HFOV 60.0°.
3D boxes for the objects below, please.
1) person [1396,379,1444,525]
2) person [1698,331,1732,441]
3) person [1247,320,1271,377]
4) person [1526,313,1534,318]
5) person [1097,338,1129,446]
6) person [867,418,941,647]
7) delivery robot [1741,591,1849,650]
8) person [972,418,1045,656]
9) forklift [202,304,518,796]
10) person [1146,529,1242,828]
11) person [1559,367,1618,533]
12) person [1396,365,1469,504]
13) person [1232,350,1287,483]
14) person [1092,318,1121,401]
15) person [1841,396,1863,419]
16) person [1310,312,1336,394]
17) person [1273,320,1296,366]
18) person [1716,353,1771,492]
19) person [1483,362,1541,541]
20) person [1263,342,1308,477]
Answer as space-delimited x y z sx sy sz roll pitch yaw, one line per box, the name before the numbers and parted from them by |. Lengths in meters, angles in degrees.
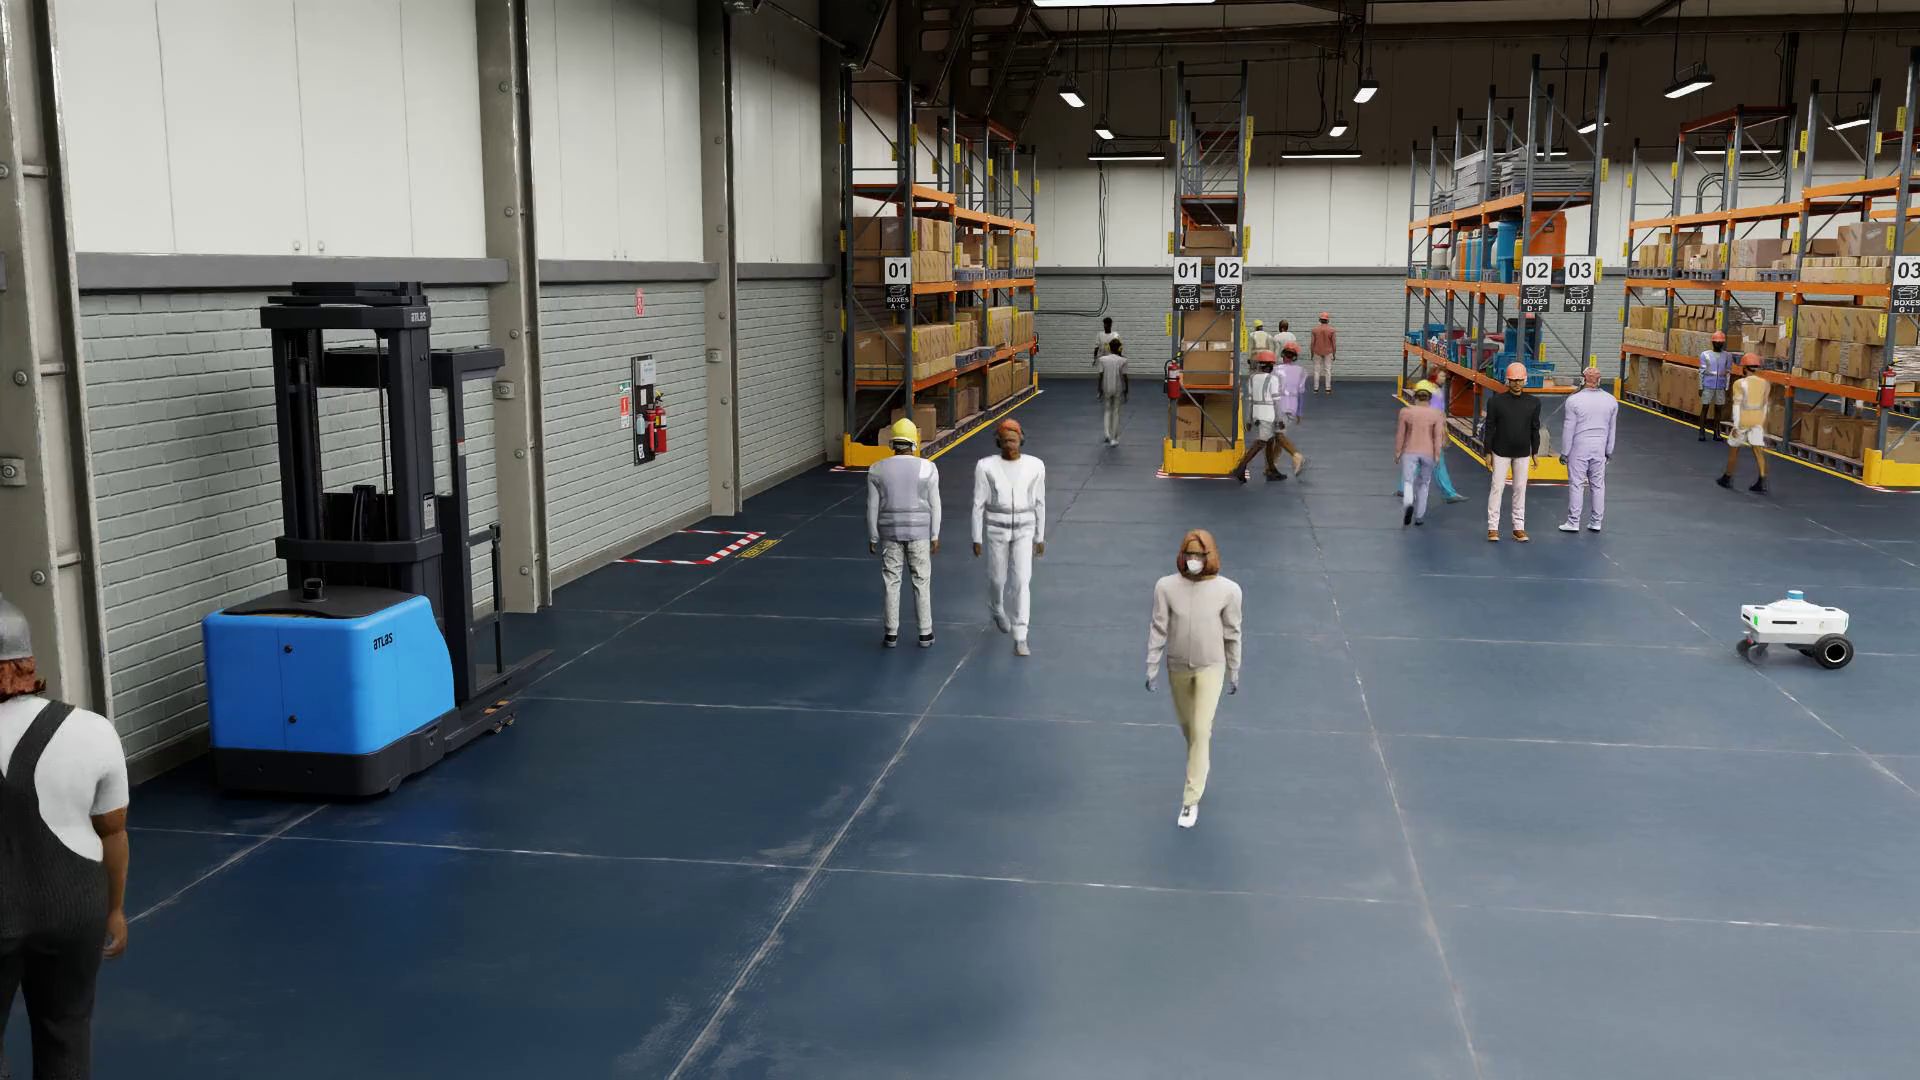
person | 5.393 -1.015 19.549 0.527 1.737 0.682 2 10 15
person | 13.383 -2.728 29.496 0.545 1.942 0.349 1 9 8
person | 7.325 -4.501 40.840 0.629 1.805 0.540 -2 9 -10
person | 13.728 -4.480 40.174 0.619 1.986 0.405 -6 11 -35
person | 2.653 -2.555 28.733 0.550 1.842 0.434 3 10 16
person | -0.445 -0.058 13.360 0.590 1.835 0.404 0 9 3
delivery robot | 6.443 0.636 12.858 0.707 0.478 0.477 1 9 8
person | 0.387 -0.063 13.362 0.593 1.863 0.855 -1 9 -4
forklift | -3.673 -0.038 10.147 1.129 2.768 1.873 1 9 9
person | 1.329 0.714 9.356 0.505 1.602 0.849 4 10 22
person | 7.224 -1.041 19.195 0.651 1.907 0.409 -2 9 -10
person | 6.163 -1.383 21.666 0.991 1.792 0.590 6 11 34
person | 4.272 -1.758 23.712 0.980 1.891 0.534 -4 10 -25
person | 3.412 -4.219 38.786 0.610 1.912 1.011 6 11 34
person | 17.938 -3.296 33.378 0.631 1.821 0.777 3 10 19
person | 8.901 -4.578 40.741 0.622 1.993 0.384 3 10 18
person | 7.073 -3.852 36.439 0.630 1.940 0.371 -7 11 -36
person | 10.835 -1.620 22.846 0.564 1.889 0.986 -1 9 -8
person | 6.156 -0.980 18.553 0.618 1.994 0.380 0 9 2
person | 4.804 -1.892 24.258 0.668 1.979 0.906 -5 10 -26
